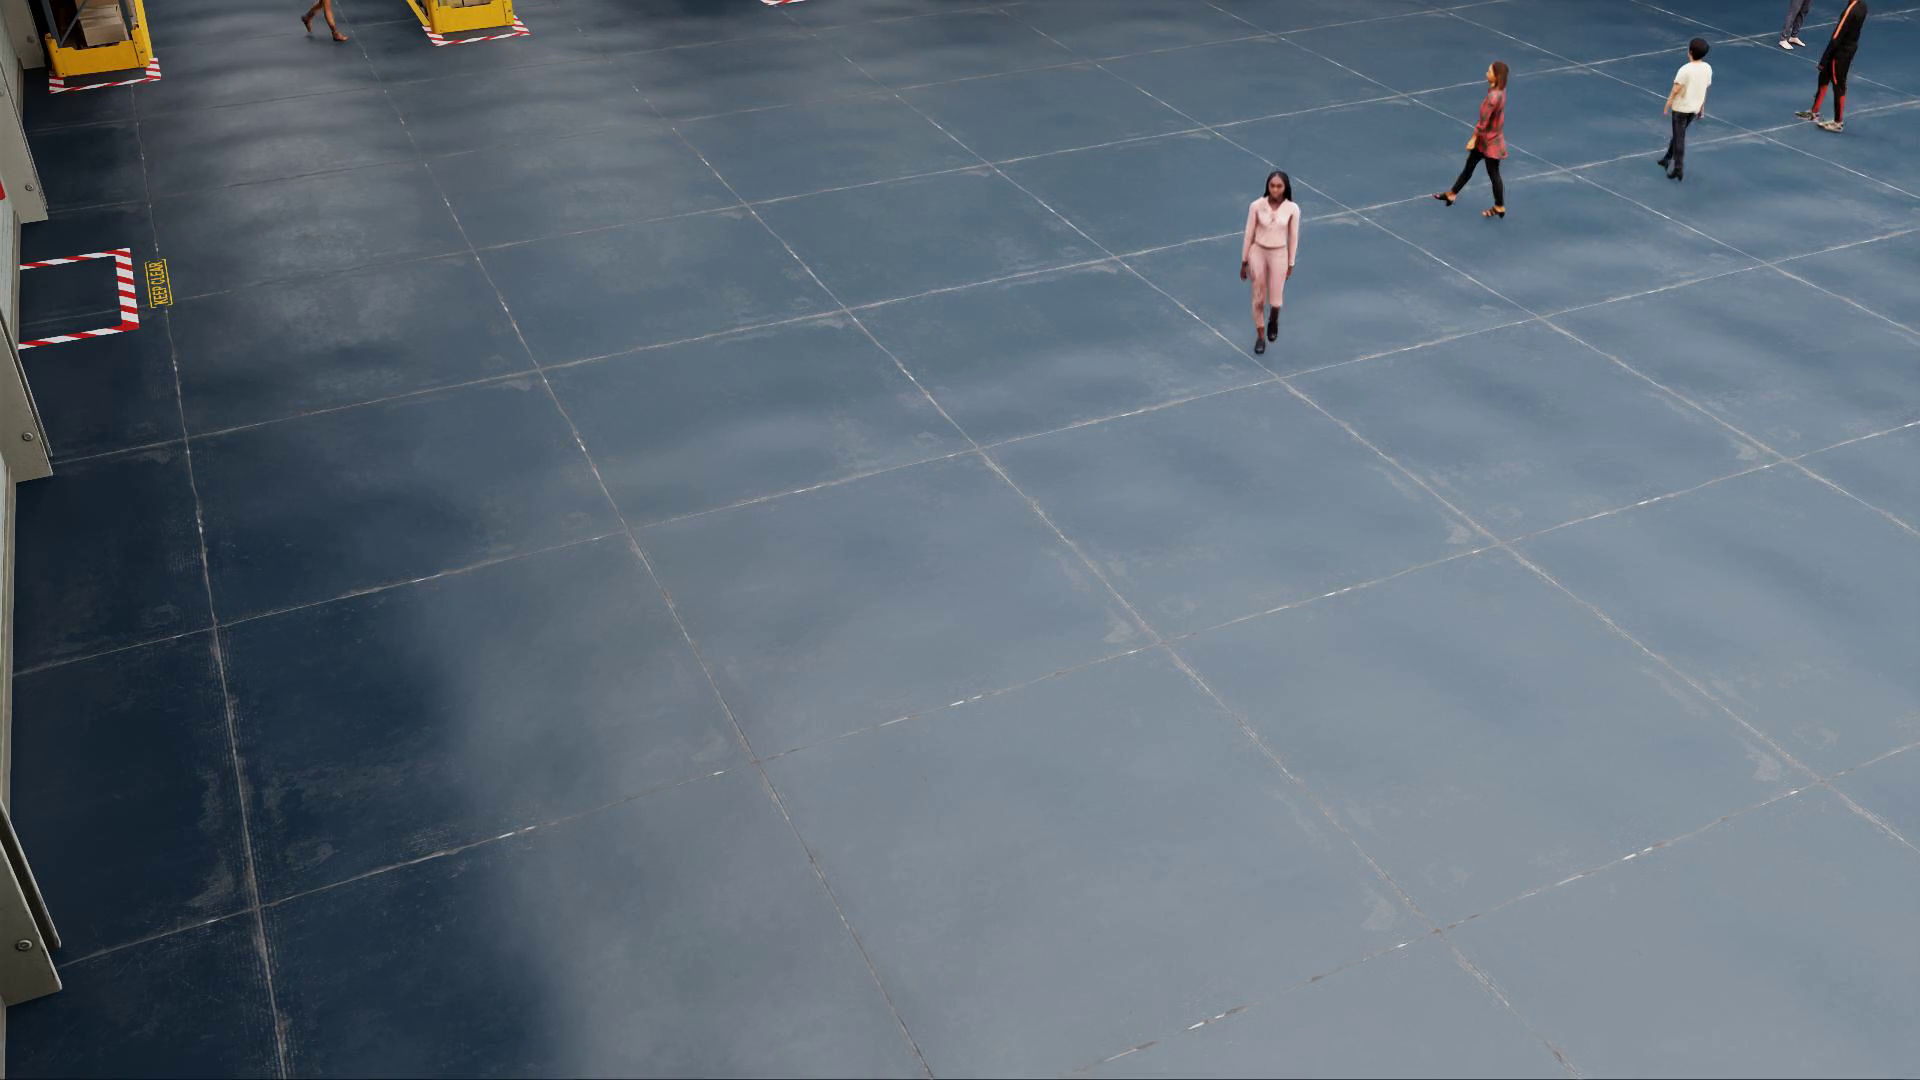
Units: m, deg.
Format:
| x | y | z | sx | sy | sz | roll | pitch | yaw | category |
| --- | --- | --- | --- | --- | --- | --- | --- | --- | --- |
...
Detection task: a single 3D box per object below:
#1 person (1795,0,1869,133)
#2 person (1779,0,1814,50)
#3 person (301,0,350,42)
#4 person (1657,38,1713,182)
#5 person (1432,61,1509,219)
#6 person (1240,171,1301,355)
| x | y | z | sx | sy | sz | roll | pitch | yaw | category |
| --- | --- | --- | --- | --- | --- | --- | --- | --- | --- |
| 10.726 | -5.821 | 20.048 | 0.974 | 1.786 | 0.836 | 27 | 42 | 35 | person |
| 11.741 | -7.734 | 23.009 | 0.611 | 1.764 | 0.523 | -17 | 37 | -24 | person |
| -9.041 | -7.853 | 23.258 | 1.107 | 1.694 | 1.023 | 13 | 35 | 19 | person |
| 8.200 | -4.802 | 18.680 | 0.646 | 1.570 | 0.790 | -11 | 35 | -16 | person |
| 5.724 | -4.219 | 17.698 | 1.093 | 1.663 | 1.036 | 11 | 35 | 17 | person |
| 2.800 | -2.533 | 15.063 | 0.790 | 1.709 | 0.849 | 9 | 34 | 13 | person |
